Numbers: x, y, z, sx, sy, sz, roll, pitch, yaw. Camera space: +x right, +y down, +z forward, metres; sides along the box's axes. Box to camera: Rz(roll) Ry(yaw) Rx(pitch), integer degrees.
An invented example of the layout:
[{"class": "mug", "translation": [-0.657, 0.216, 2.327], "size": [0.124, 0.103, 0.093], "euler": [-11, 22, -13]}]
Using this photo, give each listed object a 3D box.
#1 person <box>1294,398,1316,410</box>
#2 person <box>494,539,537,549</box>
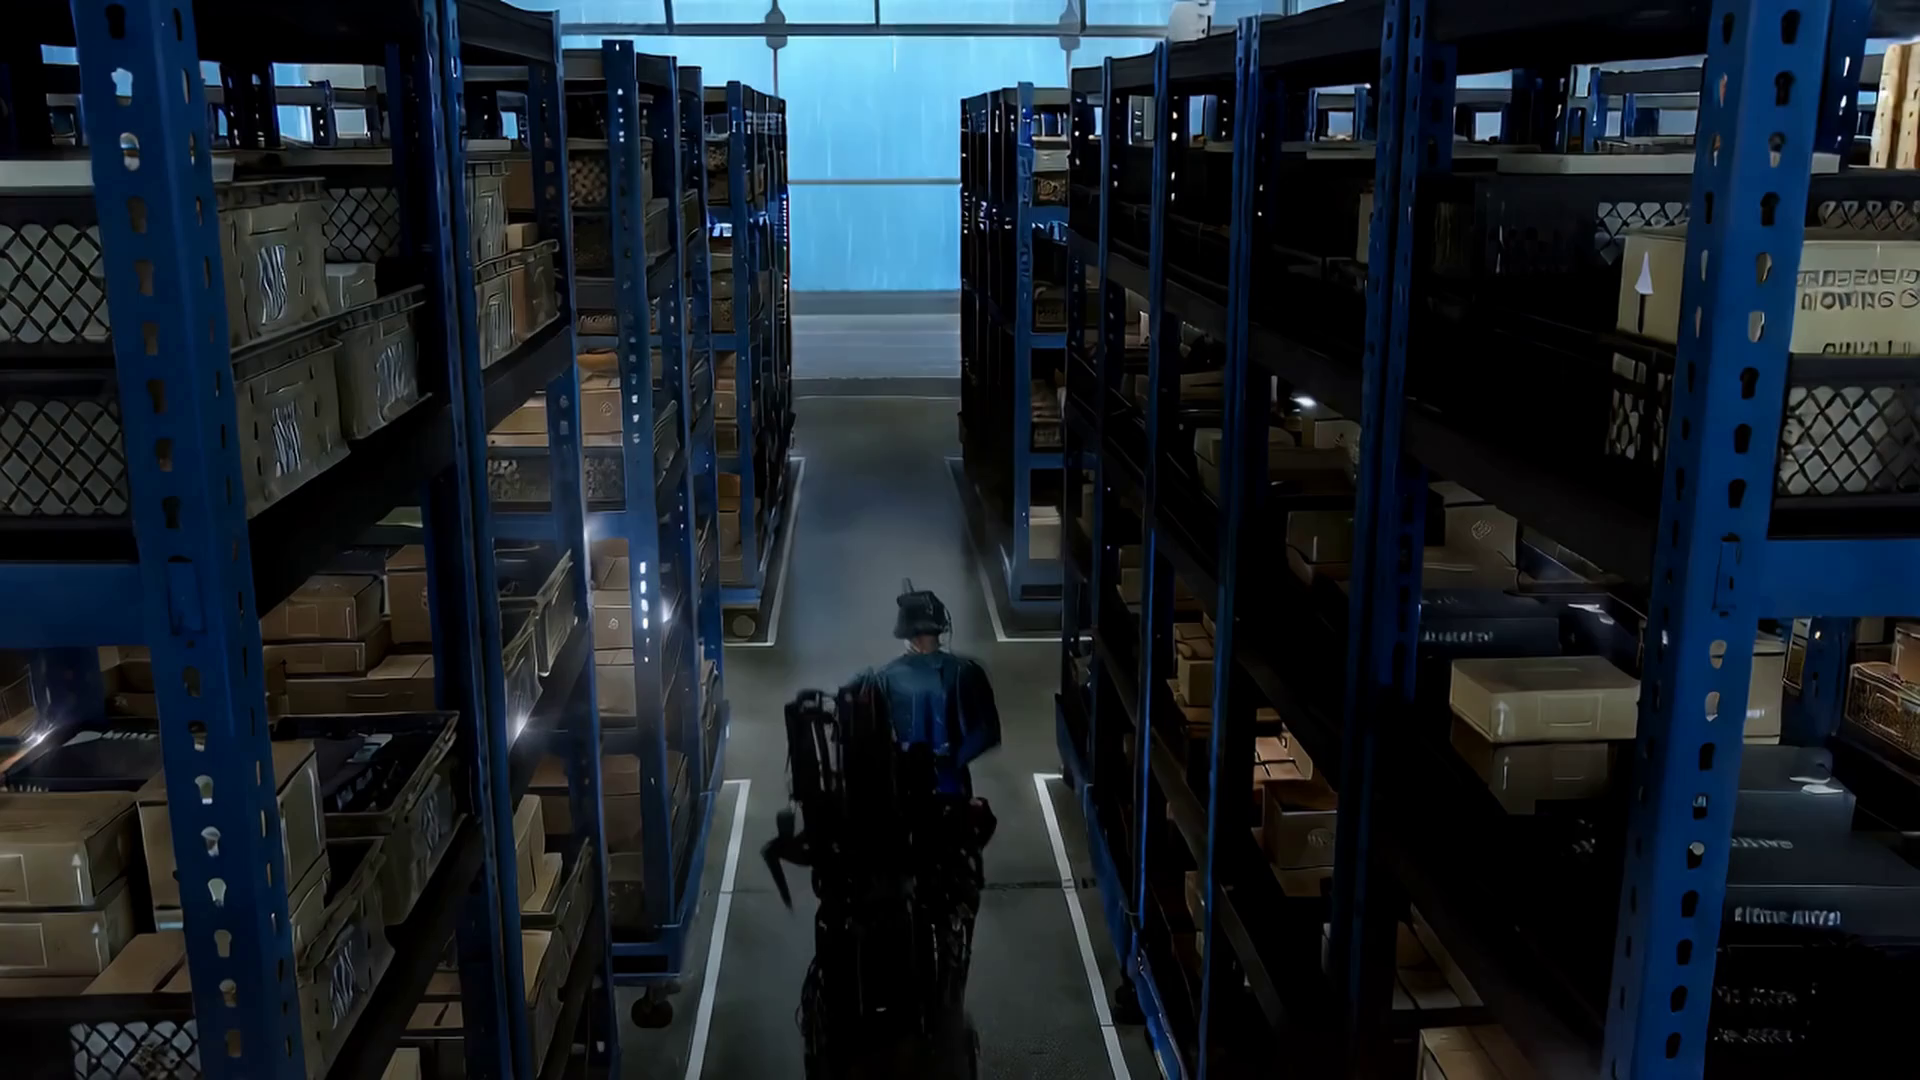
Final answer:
[{"class": "person", "translation": [1.931, 0.087, 9.618], "size": [0.592, 1.833, 0.404], "euler": [-10, 17, -35]}, {"class": "person", "translation": [-2.294, 0.271, 8.541], "size": [0.396, 1.992, 0.623], "euler": [6, 15, 22]}]
